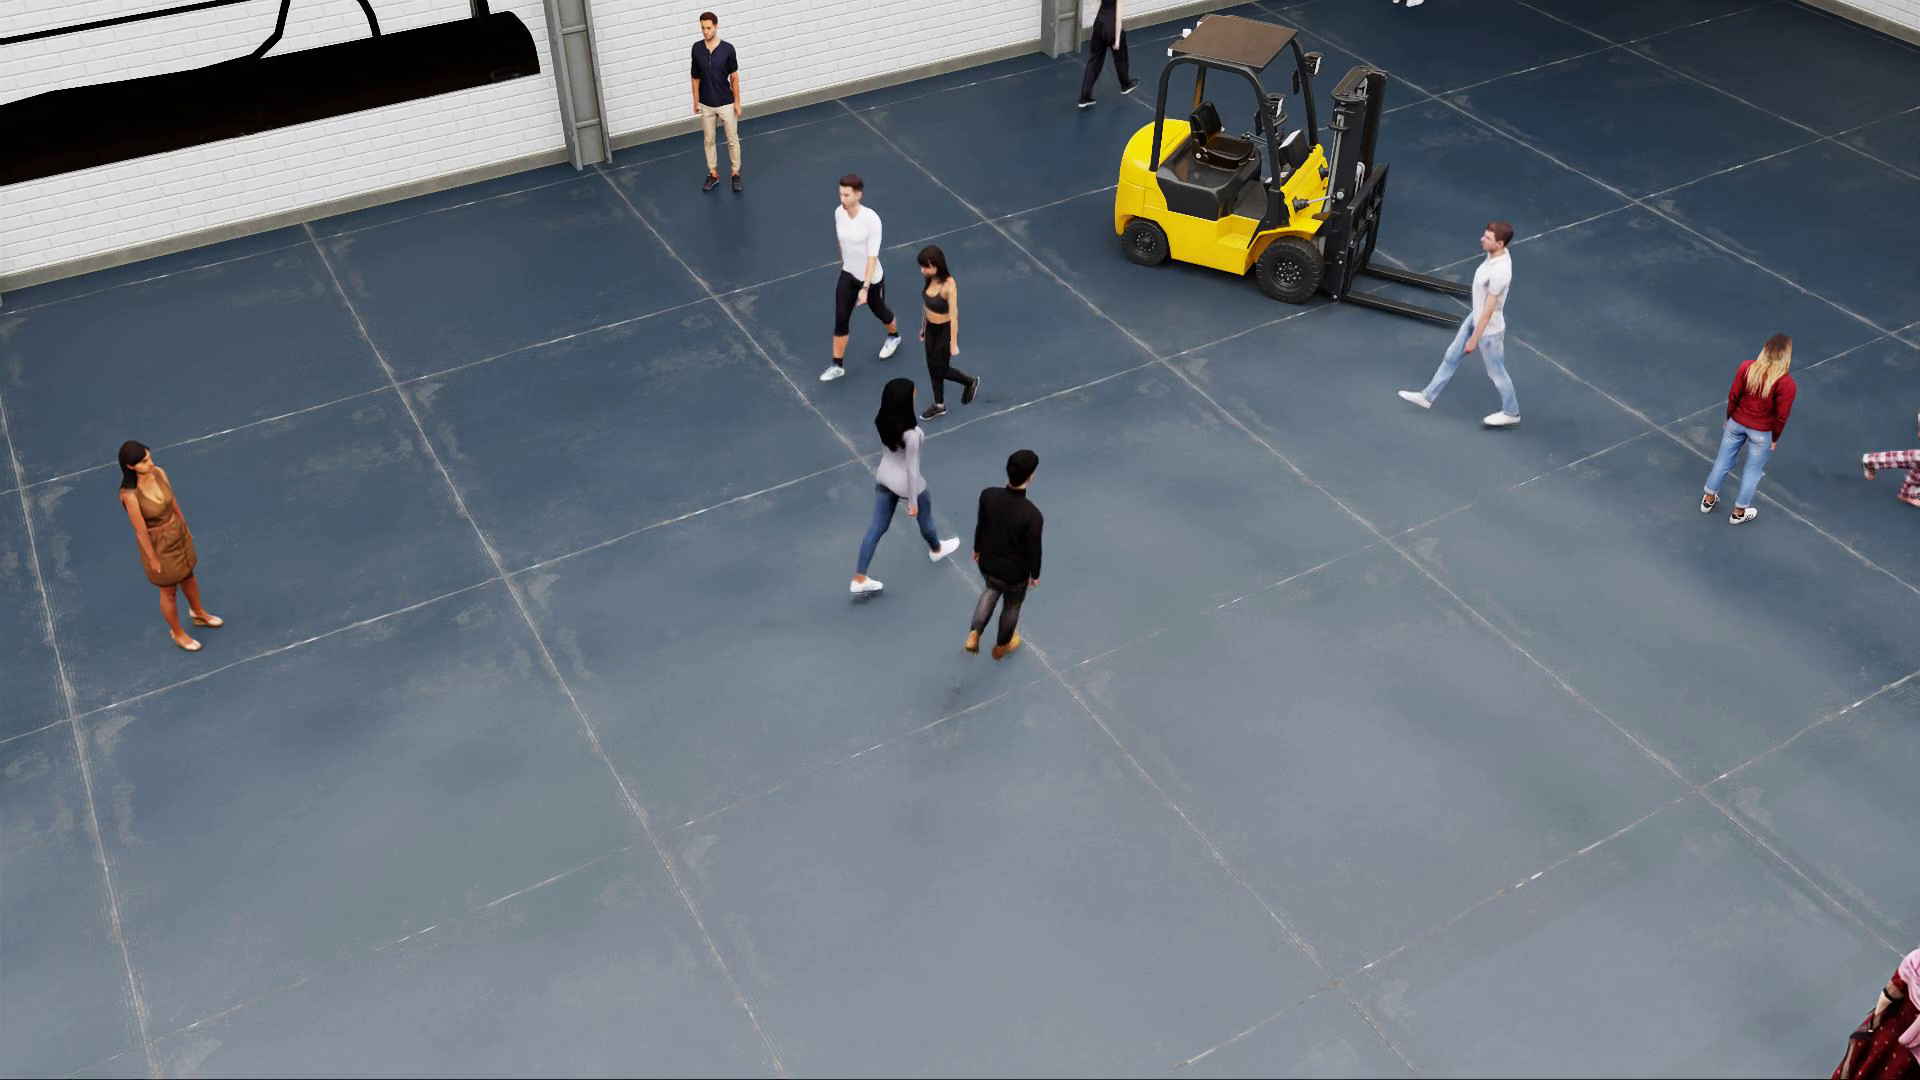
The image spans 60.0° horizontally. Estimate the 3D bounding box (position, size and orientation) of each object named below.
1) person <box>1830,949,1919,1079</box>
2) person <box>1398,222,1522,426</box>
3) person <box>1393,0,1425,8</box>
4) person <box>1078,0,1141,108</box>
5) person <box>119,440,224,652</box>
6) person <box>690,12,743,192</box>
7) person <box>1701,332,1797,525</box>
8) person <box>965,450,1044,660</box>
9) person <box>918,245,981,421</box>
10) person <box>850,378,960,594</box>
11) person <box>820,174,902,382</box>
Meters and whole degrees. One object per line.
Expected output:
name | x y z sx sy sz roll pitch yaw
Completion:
person | 4.823 2.484 8.347 0.724 1.634 0.685 32 48 33
person | 4.346 -1.697 13.452 1.304 1.797 1.167 5 39 7
person | 5.725 -7.626 20.894 0.582 1.775 0.630 -30 47 -32
person | 1.563 -5.621 18.448 1.178 1.694 0.760 -29 47 -31
person | -5.443 0.026 11.384 0.683 1.685 0.632 8 39 9
person | -2.457 -4.442 16.840 0.663 1.858 0.777 3 39 3
person | 5.967 -0.853 12.525 0.615 1.634 0.653 -31 48 -33
person | 0.267 0.174 11.180 0.832 1.709 0.887 20 43 23
person | -0.088 -1.714 13.614 0.785 1.620 0.601 -23 44 -26
person | -0.524 -0.337 11.839 1.265 1.684 0.810 -28 47 -31
person | -0.769 -2.276 14.174 1.036 1.801 1.310 22 44 25
